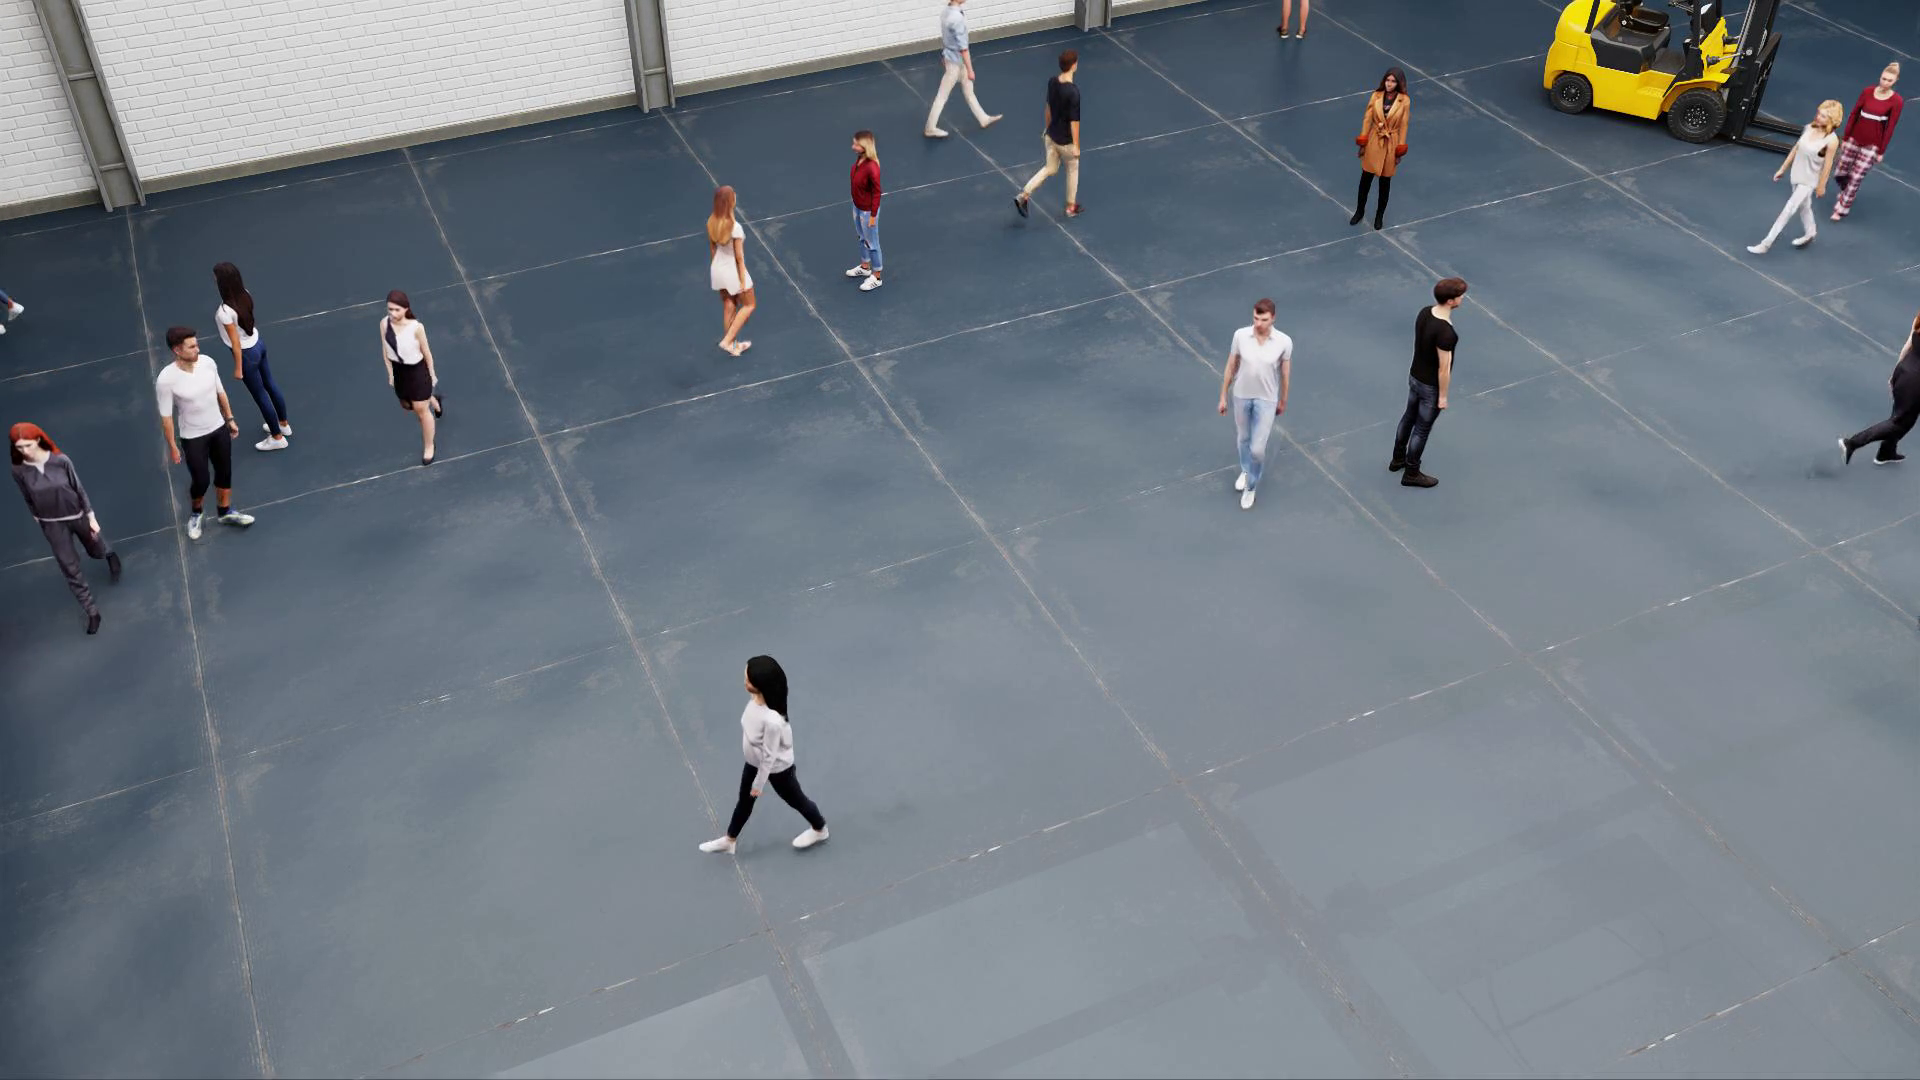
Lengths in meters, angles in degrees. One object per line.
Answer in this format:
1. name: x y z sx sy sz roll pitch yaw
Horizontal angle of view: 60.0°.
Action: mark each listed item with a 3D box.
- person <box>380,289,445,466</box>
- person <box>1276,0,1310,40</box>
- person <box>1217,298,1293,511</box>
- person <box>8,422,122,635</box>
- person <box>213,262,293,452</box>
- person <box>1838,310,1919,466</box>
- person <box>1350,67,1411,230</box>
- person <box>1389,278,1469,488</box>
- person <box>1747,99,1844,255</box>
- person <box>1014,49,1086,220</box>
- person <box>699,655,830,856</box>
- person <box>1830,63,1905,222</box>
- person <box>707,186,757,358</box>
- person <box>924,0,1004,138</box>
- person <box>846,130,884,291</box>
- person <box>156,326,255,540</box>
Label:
1. person: -4.587 -1.423 14.020 0.889 1.632 0.890 6 39 7
2. person: 4.341 -7.363 21.275 0.702 1.861 0.825 4 39 5
3. person: 2.430 -1.197 13.579 0.891 1.829 0.956 16 41 19
4. person: -6.628 -0.184 12.374 0.987 1.751 0.687 -14 41 -17
5. person: -6.000 -1.566 14.085 0.660 1.775 0.662 1 39 1
6. person: 7.802 -1.300 13.789 1.028 1.729 0.791 -4 39 -5
7. person: 4.372 -4.064 17.257 0.782 1.720 0.821 16 41 19
8. person: 3.843 -1.310 13.668 0.639 1.896 0.734 -8 39 -10
9. person: 8.626 -3.660 16.824 1.152 1.628 0.780 -7 39 -8
10. person: 0.966 -4.141 17.271 1.122 1.822 0.834 -22 44 -25
11. person: -1.095 1.384 10.484 1.049 1.659 0.608 -17 42 -20
12. person: 9.510 -4.176 17.423 0.755 1.688 0.818 30 47 32
13. person: -2.161 -2.391 15.191 0.723 1.683 0.790 30 47 32
14. person: -0.158 -5.395 18.859 1.252 1.799 0.858 -7 39 -9
15. person: -0.921 -3.261 16.319 0.523 1.637 0.595 -17 42 -20
16. person: -6.030 -0.856 13.149 0.958 1.833 0.839 29 47 31
